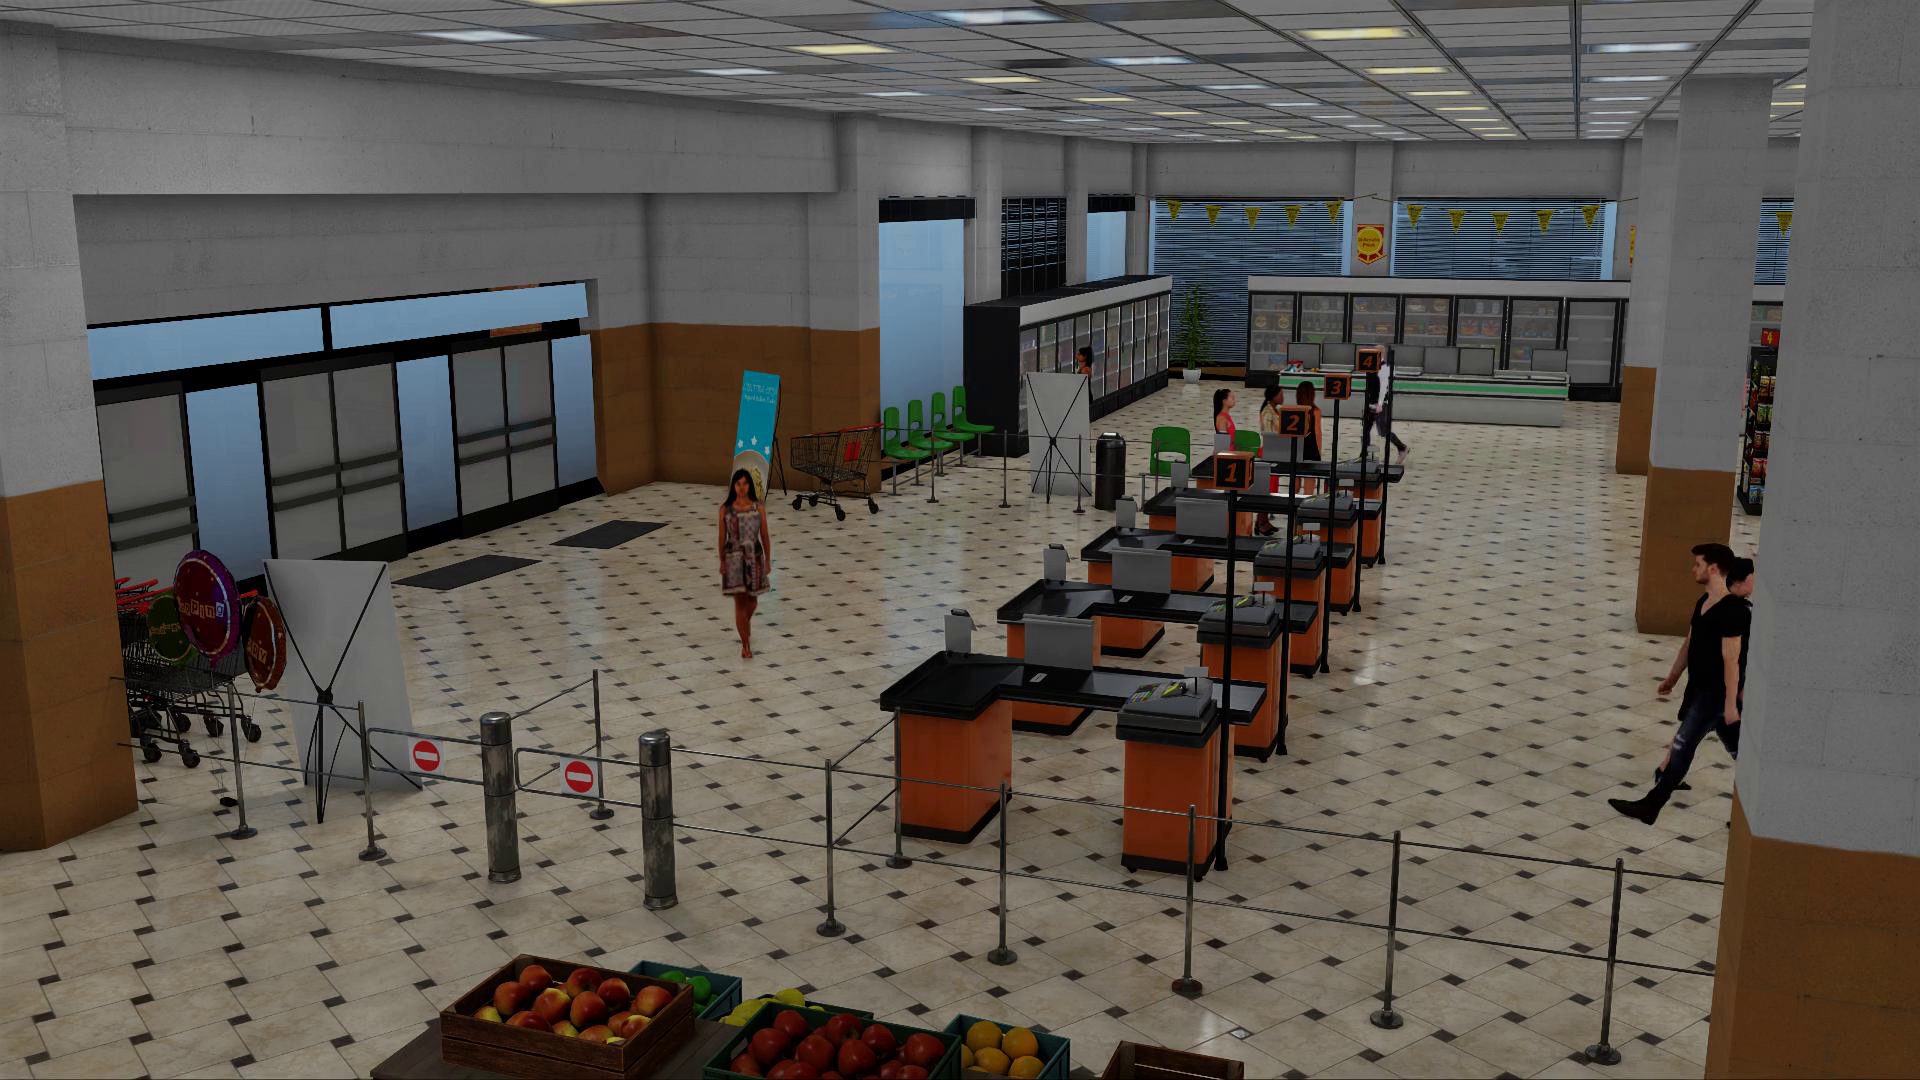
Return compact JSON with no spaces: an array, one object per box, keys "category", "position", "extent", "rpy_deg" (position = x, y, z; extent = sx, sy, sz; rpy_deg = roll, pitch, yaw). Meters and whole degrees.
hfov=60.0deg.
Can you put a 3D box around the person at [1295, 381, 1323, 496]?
[{"category":"person","position":[4.069,-0.967,19.685],"extent":[0.511,1.834,0.674],"rpy_deg":[7,14,28]}]

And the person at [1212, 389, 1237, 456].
[{"category":"person","position":[3.142,-0.951,19.871],"extent":[0.598,1.727,0.636],"rpy_deg":[3,12,13]}]

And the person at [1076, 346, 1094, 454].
[{"category":"person","position":[1.940,-2.200,25.961],"extent":[0.620,1.662,0.634],"rpy_deg":[0,12,-1]}]

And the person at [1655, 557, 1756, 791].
[{"category":"person","position":[4.981,0.953,11.082],"extent":[1.053,1.622,0.712],"rpy_deg":[5,13,21]}]

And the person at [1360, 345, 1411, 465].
[{"category":"person","position":[6.204,-1.940,24.398],"extent":[1.265,1.796,1.070],"rpy_deg":[-2,12,-10]}]

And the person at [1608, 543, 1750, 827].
[{"category":"person","position":[4.849,0.980,10.450],"extent":[1.306,1.830,0.793],"rpy_deg":[2,12,10]}]

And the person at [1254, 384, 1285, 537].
[{"category":"person","position":[3.664,-0.953,19.717],"extent":[0.532,1.794,0.607],"rpy_deg":[5,13,23]}]

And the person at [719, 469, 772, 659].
[{"category":"person","position":[-1.913,0.187,14.747],"extent":[1.114,1.612,1.048],"rpy_deg":[-3,12,-13]}]
